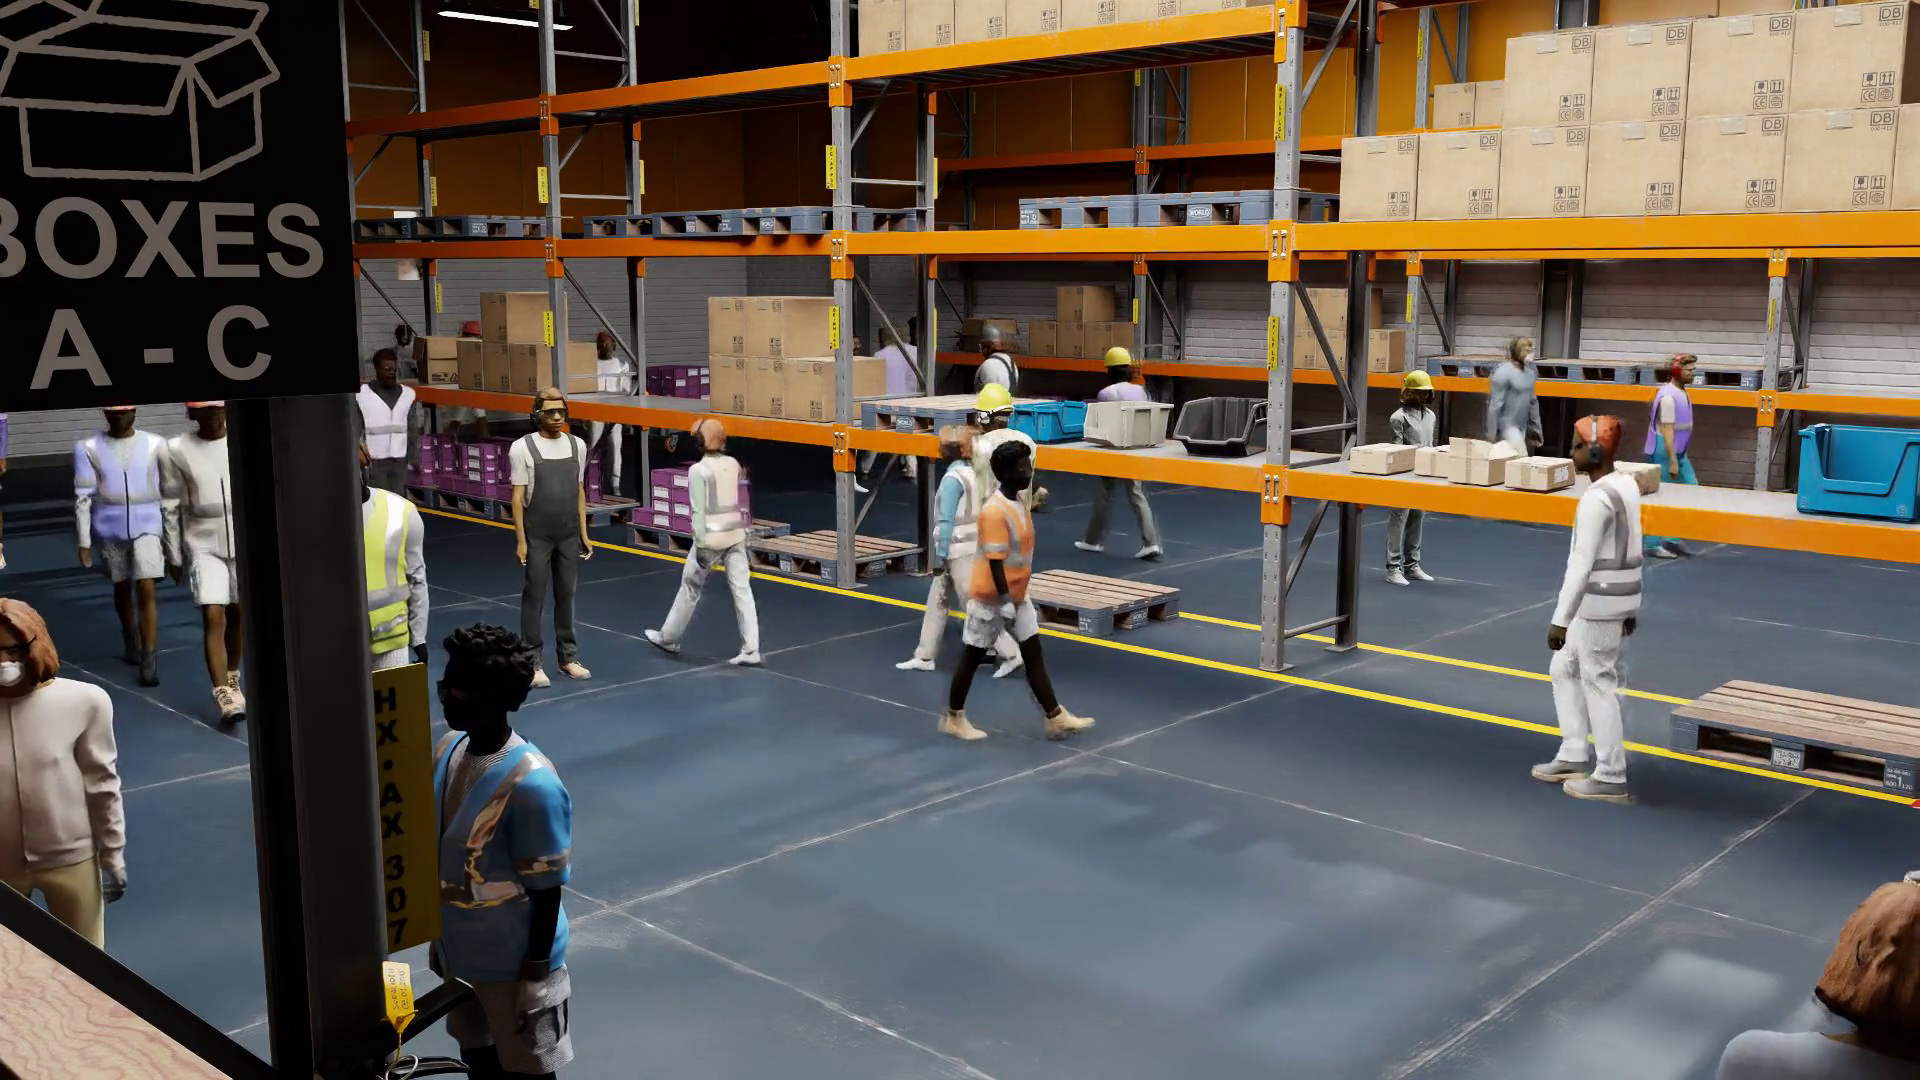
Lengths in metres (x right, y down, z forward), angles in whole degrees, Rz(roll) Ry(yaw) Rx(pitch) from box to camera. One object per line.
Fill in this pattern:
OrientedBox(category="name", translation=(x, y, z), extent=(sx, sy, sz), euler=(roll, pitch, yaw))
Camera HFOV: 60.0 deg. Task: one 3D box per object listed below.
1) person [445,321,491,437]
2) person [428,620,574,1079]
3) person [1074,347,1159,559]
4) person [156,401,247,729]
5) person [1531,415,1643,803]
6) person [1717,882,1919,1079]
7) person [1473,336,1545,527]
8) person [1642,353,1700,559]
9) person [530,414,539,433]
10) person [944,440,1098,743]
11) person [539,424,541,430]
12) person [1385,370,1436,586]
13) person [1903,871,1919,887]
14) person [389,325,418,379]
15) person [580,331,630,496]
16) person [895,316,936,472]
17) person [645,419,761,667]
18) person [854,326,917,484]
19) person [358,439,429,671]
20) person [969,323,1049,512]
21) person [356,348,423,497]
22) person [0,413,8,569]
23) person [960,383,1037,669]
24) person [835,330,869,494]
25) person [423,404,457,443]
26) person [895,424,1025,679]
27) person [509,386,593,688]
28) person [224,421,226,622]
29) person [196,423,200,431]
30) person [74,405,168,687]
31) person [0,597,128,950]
OrientedBox(category="person", translation=(-6.262, -1.855, 21.368), extent=(1.018, 1.868, 0.588), euler=(2, 9, 12))
OrientedBox(category="person", translation=(-1.172, 1.039, 4.187), extent=(0.535, 1.700, 0.318), euler=(8, 12, 42))
OrientedBox(category="person", translation=(1.437, -0.770, 14.757), extent=(0.608, 1.880, 1.001), euler=(-7, 12, -37))
OrientedBox(category="person", translation=(-4.123, 0.054, 9.355), extent=(0.614, 1.986, 1.042), euler=(-6, 11, -33))
OrientedBox(category="person", translation=(2.986, 0.326, 8.019), extent=(0.647, 1.866, 0.601), euler=(6, 11, 35))
OrientedBox(category="person", translation=(1.502, 1.331, 2.750), extent=(0.513, 1.574, 0.868), euler=(8, 12, 39))
OrientedBox(category="person", translation=(5.600, -1.083, 16.618), extent=(0.655, 1.883, 1.004), euler=(-9, 13, -44))
OrientedBox(category="person", translation=(6.329, -0.726, 14.619), extent=(0.583, 1.823, 0.590), euler=(7, 11, 36))
OrientedBox(category="person", translation=(-6.199, -2.415, 24.620), extent=(0.552, 1.942, 0.341), euler=(8, 12, 41))
OrientedBox(category="person", translation=(0.294, 0.294, 8.881), extent=(0.860, 1.646, 0.550), euler=(4, 10, 23))
OrientedBox(category="person", translation=(-6.345, -2.409, 25.113), extent=(0.634, 1.776, 0.948), euler=(3, 10, 16))
OrientedBox(category="person", translation=(3.693, -0.506, 13.523), extent=(0.487, 1.744, 0.296), euler=(-7, 11, -35))
OrientedBox(category="person", translation=(4.260, 0.520, 6.613), extent=(0.701, 1.945, 0.678), euler=(5, 10, 27))
OrientedBox(category="person", translation=(-7.370, -1.961, 22.230), extent=(0.498, 1.811, 0.978), euler=(8, 12, 39))
OrientedBox(category="person", translation=(-4.024, -1.441, 18.862), extent=(0.587, 1.867, 0.713), euler=(-3, 10, -17))
OrientedBox(category="person", translation=(-0.574, -1.844, 21.060), extent=(0.601, 1.961, 0.372), euler=(-4, 10, -24))
OrientedBox(category="person", translation=(-1.640, 0.015, 10.780), extent=(0.898, 1.591, 0.509), euler=(6, 11, 33))
OrientedBox(category="person", translation=(-0.885, -1.624, 19.944), extent=(1.023, 1.882, 0.660), euler=(8, 12, 42))
OrientedBox(category="person", translation=(-2.667, 0.454, 7.348), extent=(0.629, 1.840, 0.429), euler=(-3, 10, -18))
OrientedBox(category="person", translation=(0.460, -1.285, 17.394), extent=(0.921, 2.000, 0.692), euler=(5, 10, 26))
OrientedBox(category="person", translation=(-4.822, -0.660, 13.992), extent=(0.467, 1.898, 0.594), euler=(7, 12, 38))
OrientedBox(category="person", translation=(-8.394, -0.743, 14.088), extent=(0.605, 2.034, 0.391), euler=(-1, 9, -7))
OrientedBox(category="person", translation=(0.220, -0.090, 10.699), extent=(0.404, 1.833, 0.590), euler=(9, 13, 43))
OrientedBox(category="person", translation=(-1.243, -1.444, 18.899), extent=(0.312, 1.867, 0.538), euler=(6, 11, 33))
OrientedBox(category="person", translation=(-7.436, -2.094, 23.662), extent=(0.532, 1.624, 0.562), euler=(4, 10, 22))
OrientedBox(category="person", translation=(0.024, 0.075, 10.402), extent=(0.823, 1.604, 0.516), euler=(1, 9, 7))
OrientedBox(category="person", translation=(-2.509, -0.024, 10.259), extent=(0.506, 1.846, 0.349), euler=(-8, 12, -41))
OrientedBox(category="person", translation=(-5.066, -0.261, 11.779), extent=(0.521, 1.835, 0.903), euler=(-8, 13, -42))
OrientedBox(category="person", translation=(-8.214, -1.250, 18.464), extent=(0.562, 1.622, 0.451), euler=(5, 11, 28))
OrientedBox(category="person", translation=(-5.232, -0.075, 10.449), extent=(0.553, 1.895, 0.999), euler=(-5, 10, -26))
OrientedBox(category="person", translation=(-2.713, 0.965, 4.866), extent=(0.502, 1.627, 0.270), euler=(-5, 10, -26))
